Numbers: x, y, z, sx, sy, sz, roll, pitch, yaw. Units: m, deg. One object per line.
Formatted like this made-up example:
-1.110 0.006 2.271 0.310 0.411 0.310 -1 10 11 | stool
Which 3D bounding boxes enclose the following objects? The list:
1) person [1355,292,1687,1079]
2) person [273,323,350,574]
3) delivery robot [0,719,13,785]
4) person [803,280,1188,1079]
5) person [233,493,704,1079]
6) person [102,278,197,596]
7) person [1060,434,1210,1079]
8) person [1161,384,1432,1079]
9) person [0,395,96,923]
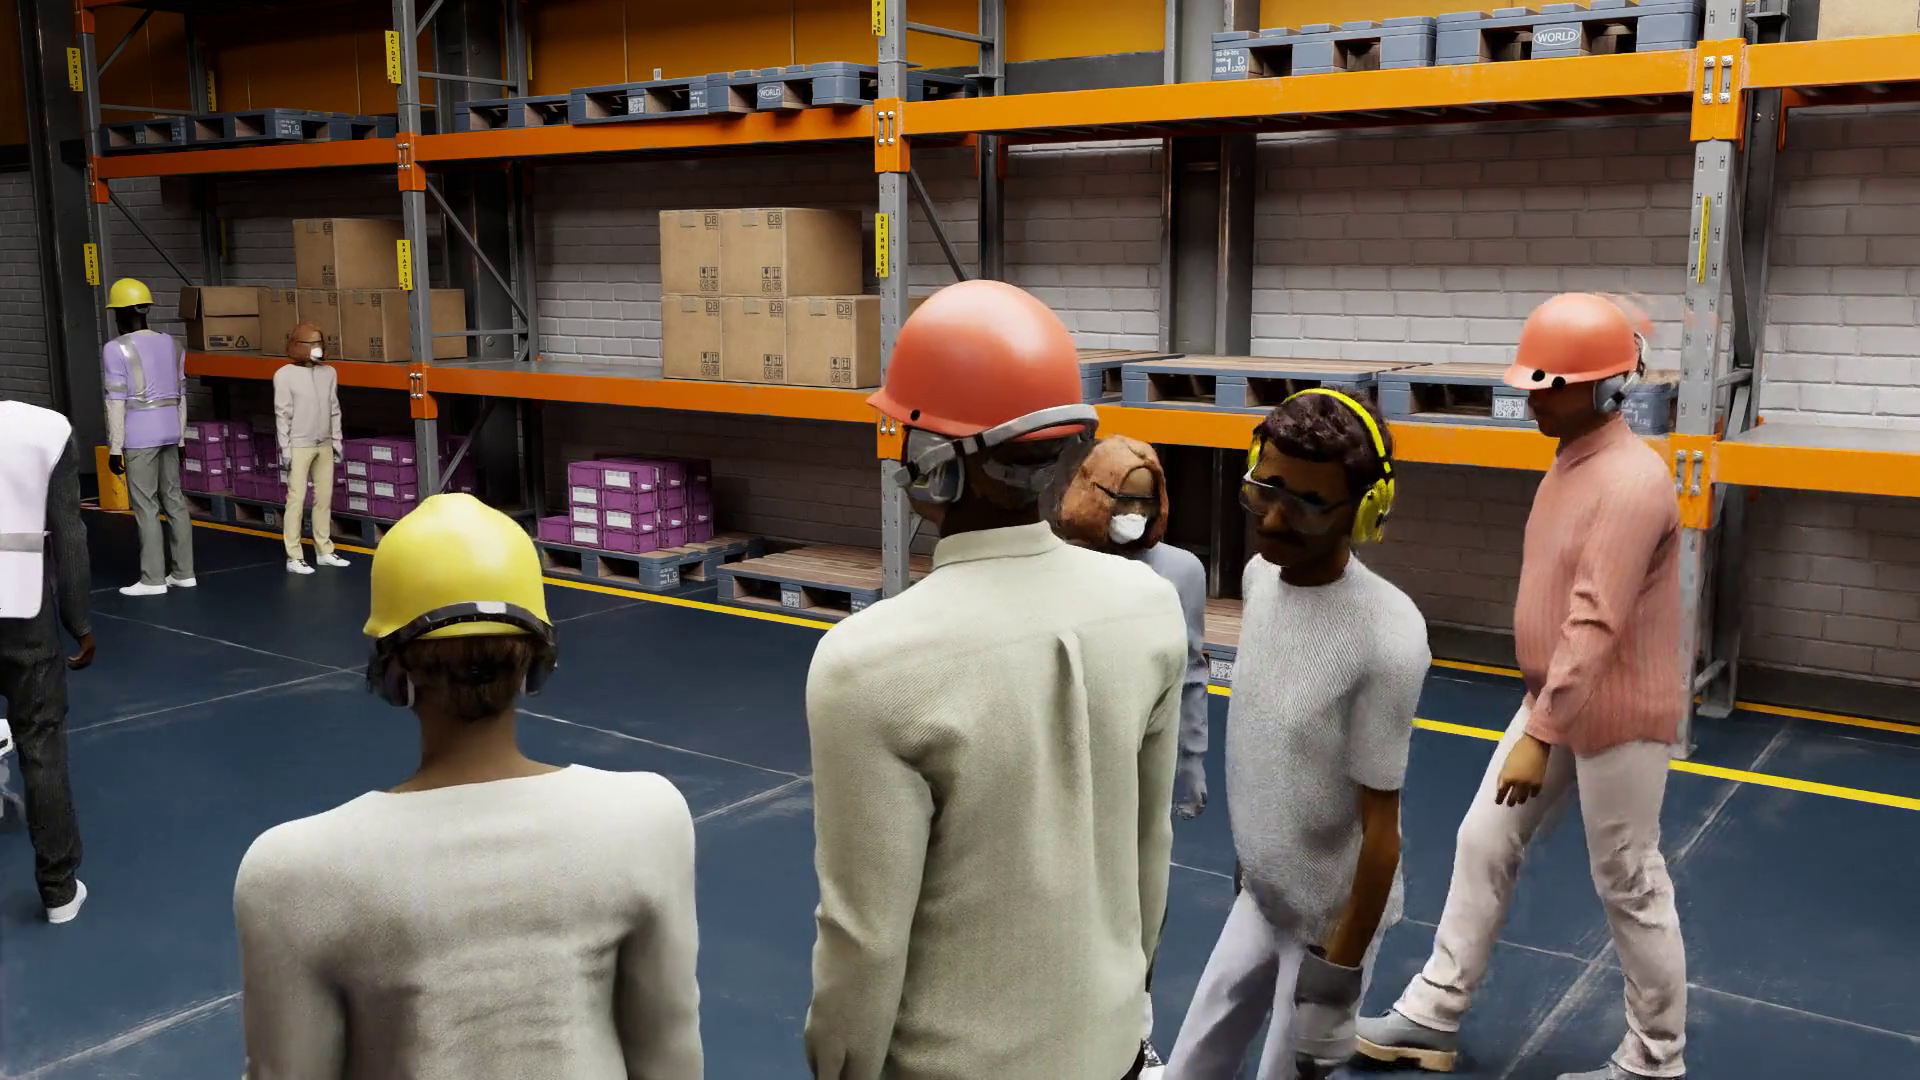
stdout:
1.329 0.411 3.891 0.922 1.944 0.605 0 10 -1 | person
-4.231 -0.596 10.829 0.284 1.626 0.493 5 11 26 | person
-3.668 0.750 5.709 0.707 0.478 0.477 -1 9 -3 | delivery robot
0.040 0.664 2.216 0.608 1.997 0.375 -9 13 -42 | person
-0.564 0.822 1.989 0.527 1.760 0.342 -5 11 -27 | person
-4.950 -0.620 10.108 0.402 1.919 0.588 3 10 16 | person
0.341 0.547 4.058 0.528 1.626 0.342 -1 10 -7 | person
0.551 0.647 2.820 0.358 1.838 0.596 -3 10 -15 | person
-2.930 0.243 4.998 0.582 1.911 0.392 -3 10 -20 | person
